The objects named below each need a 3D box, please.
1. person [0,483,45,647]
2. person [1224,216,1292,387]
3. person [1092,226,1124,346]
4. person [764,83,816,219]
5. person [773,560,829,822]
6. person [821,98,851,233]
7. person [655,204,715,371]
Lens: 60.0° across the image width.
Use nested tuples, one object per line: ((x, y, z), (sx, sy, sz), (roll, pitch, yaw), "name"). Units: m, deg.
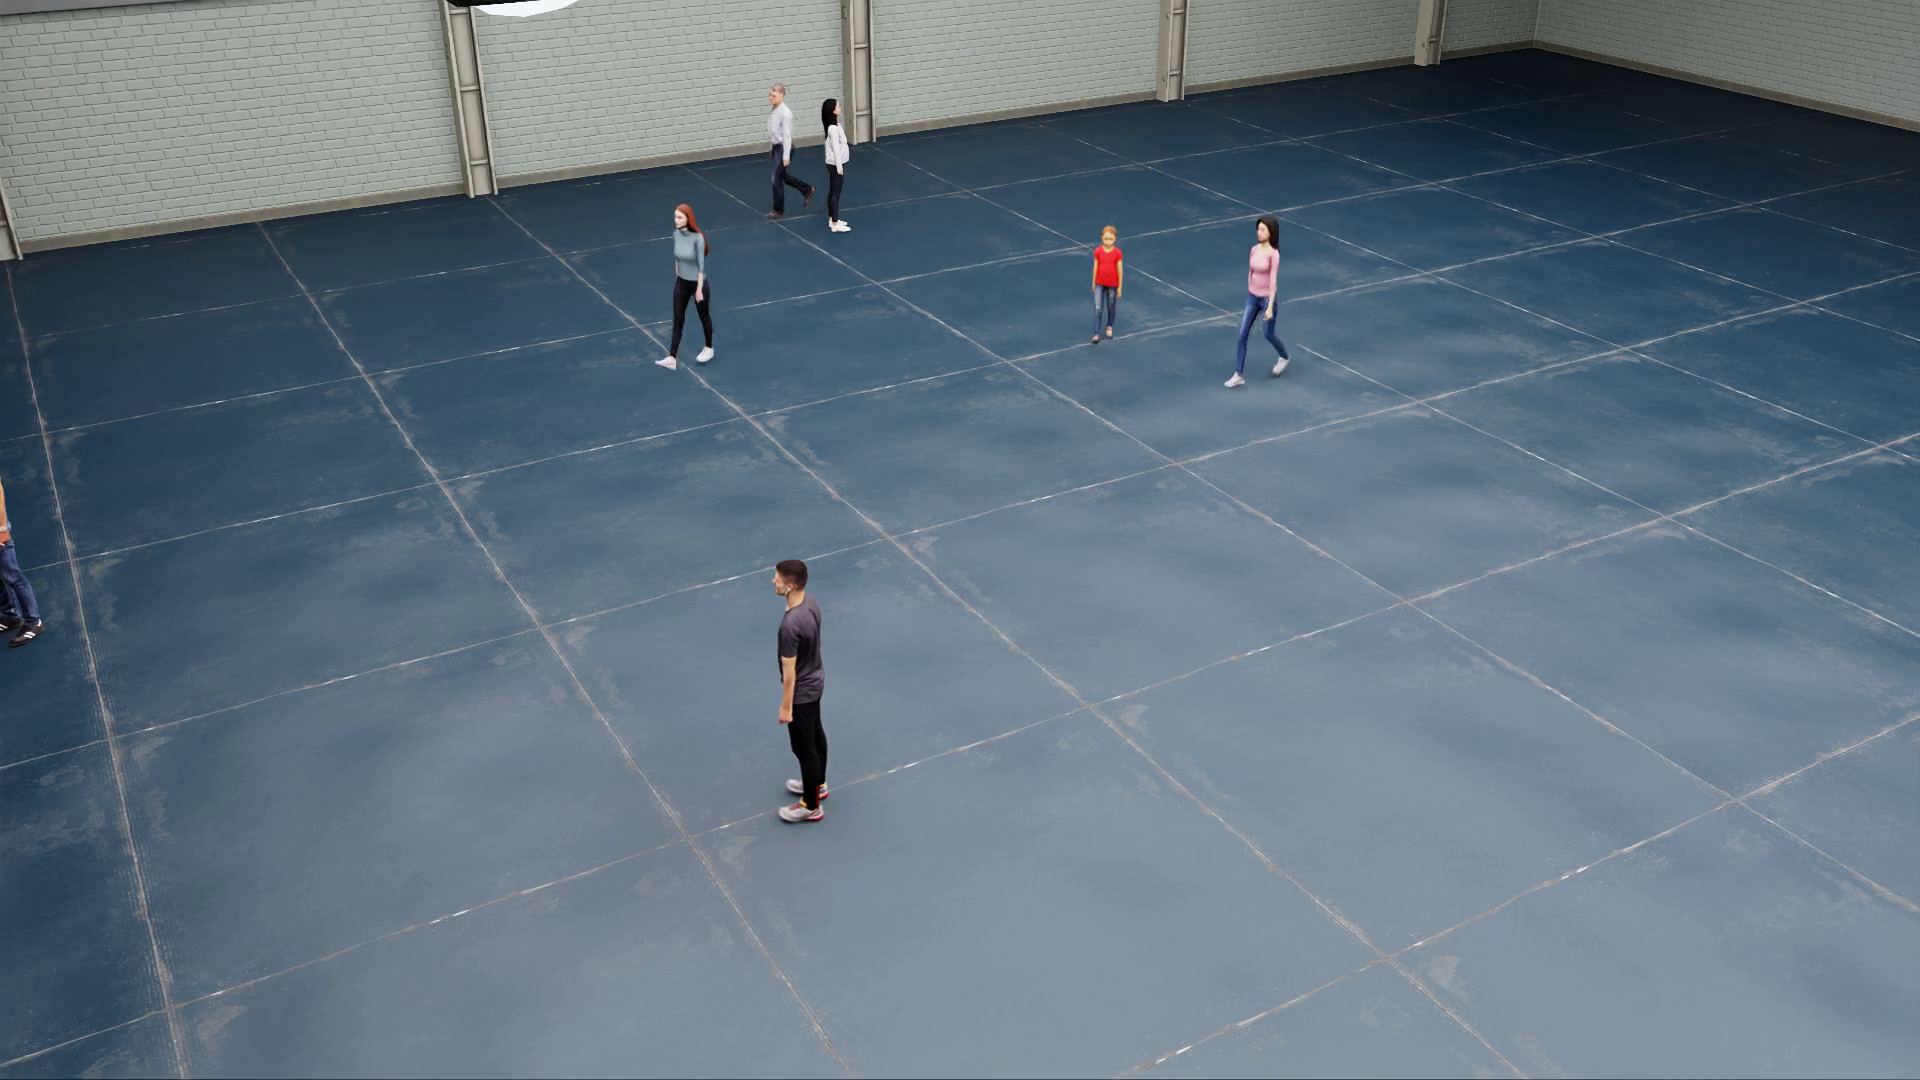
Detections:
((-7.125, -0.123, 12.160), (0.718, 1.866, 0.726), (13, 30, 23), "person")
((3.114, -2.402, 16.760), (1.128, 1.707, 0.656), (-19, 33, -32), "person")
((1.595, -2.772, 17.942), (0.856, 1.282, 0.874), (5, 28, 9), "person")
((-2.293, -5.163, 22.027), (0.973, 1.793, 0.715), (-12, 30, -22), "person")
((-0.974, 0.912, 10.262), (0.723, 1.762, 0.707), (2, 27, 4), "person")
((-1.623, -4.870, 21.564), (0.667, 1.697, 0.684), (-5, 28, -10), "person")
((-2.708, -2.626, 17.188), (0.924, 1.713, 1.133), (16, 31, 28), "person")
